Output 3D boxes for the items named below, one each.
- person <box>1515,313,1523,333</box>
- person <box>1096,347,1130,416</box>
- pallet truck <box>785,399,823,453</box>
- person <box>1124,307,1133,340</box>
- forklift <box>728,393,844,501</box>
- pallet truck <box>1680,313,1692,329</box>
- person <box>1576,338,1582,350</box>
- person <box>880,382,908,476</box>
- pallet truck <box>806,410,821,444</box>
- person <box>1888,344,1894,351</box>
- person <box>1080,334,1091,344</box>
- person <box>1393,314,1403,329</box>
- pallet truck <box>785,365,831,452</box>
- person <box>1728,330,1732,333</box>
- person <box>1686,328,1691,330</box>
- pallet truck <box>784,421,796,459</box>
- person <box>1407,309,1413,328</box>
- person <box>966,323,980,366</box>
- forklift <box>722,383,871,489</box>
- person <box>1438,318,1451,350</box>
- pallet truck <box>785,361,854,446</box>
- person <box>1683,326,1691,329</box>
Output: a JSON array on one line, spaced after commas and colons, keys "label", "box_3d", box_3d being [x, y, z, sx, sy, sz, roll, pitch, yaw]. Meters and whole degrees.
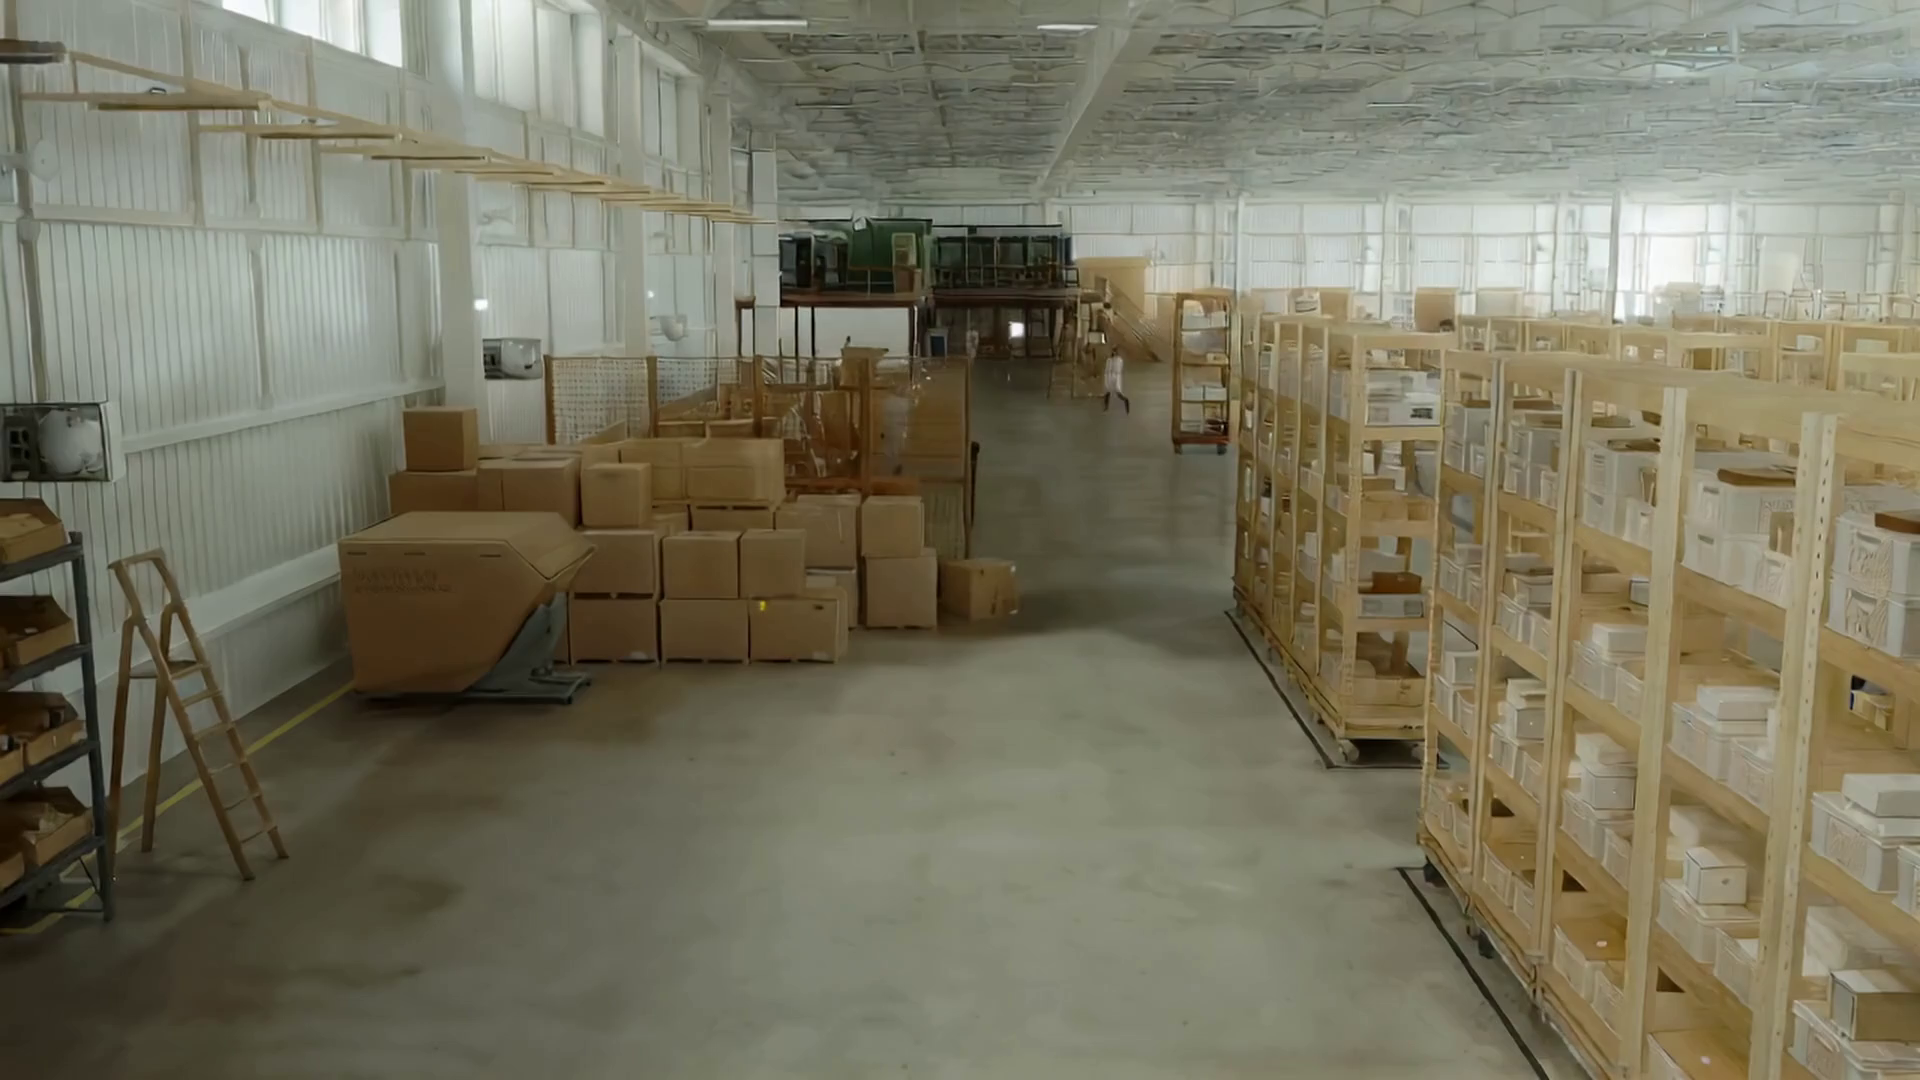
[{"label": "person", "box_3d": [30.301, -11.343, 89.796, 0.475, 1.823, 0.660, -4, 10, -26]}, {"label": "person", "box_3d": [4.414, -4.490, 47.144, 0.920, 1.966, 0.676, -8, 12, -40]}, {"label": "pallet truck", "box_3d": [-3.814, -2.432, 36.419, 1.630, 1.274, 0.653, 0, 9, 1]}, {"label": "person", "box_3d": [9.944, -12.747, 98.057, 0.603, 1.949, 0.397, -3, 10, -20]}, {"label": "forklift", "box_3d": [-2.979, -1.316, 26.476, 2.680, 1.987, 1.157, 0, 9, 1]}, {"label": "pallet truck", "box_3d": [36.315, -10.531, 84.244, 0.823, 1.965, 1.885, -6, 11, -33]}, {"label": "person", "box_3d": [24.802, -7.807, 67.306, 0.678, 2.000, 0.537, 2, 9, 13]}, {"label": "person", "box_3d": [-1.311, -2.196, 33.160, 0.660, 1.886, 0.547, -7, 12, -38]}, {"label": "pallet truck", "box_3d": [-3.559, -2.018, 33.905, 1.522, 1.261, 0.704, 0, 9, -1]}, {"label": "person", "box_3d": [32.877, -6.306, 58.336, 0.619, 1.954, 0.395, 4, 10, 22]}, {"label": "person", "box_3d": [7.032, -11.855, 93.022, 0.992, 1.790, 0.645, -6, 11, -32]}, {"label": "person", "box_3d": [21.872, -10.316, 83.098, 0.379, 1.940, 0.629, -4, 10, -25]}, {"label": "pallet truck", "box_3d": [-3.774, -2.976, 37.635, 1.885, 1.965, 0.823, 1, 9, 5]}, {"label": "person", "box_3d": [33.315, -8.533, 72.473, 0.933, 1.823, 0.504, -9, 13, -43]}, {"label": "person", "box_3d": [26.686, -6.790, 61.171, 0.399, 1.992, 0.618, -4, 10, -24]}, {"label": "pallet truck", "box_3d": [-4.013, -1.793, 32.705, 1.601, 1.201, 0.680, 0, 9, 1]}, {"label": "person", "box_3d": [25.599, -12.179, 94.657, 0.399, 1.918, 0.587, 6, 11, 31]}, {"label": "person", "box_3d": [0.554, -8.495, 72.130, 0.612, 1.843, 0.935, 0, 9, 0]}, {"label": "forklift", "box_3d": [-2.893, -1.687, 28.729, 2.680, 1.987, 1.157, 0, 9, -1]}, {"label": "person", "box_3d": [22.048, -9.119, 75.715, 0.551, 1.935, 0.371, 4, 10, 25]}, {"label": "pallet truck", "box_3d": [-3.410, -3.193, 38.978, 1.885, 1.965, 0.823, 0, 9, -1]}, {"label": "person", "box_3d": [33.380, -9.196, 76.395, 0.607, 1.882, 0.988, -7, 12, -37]}]
